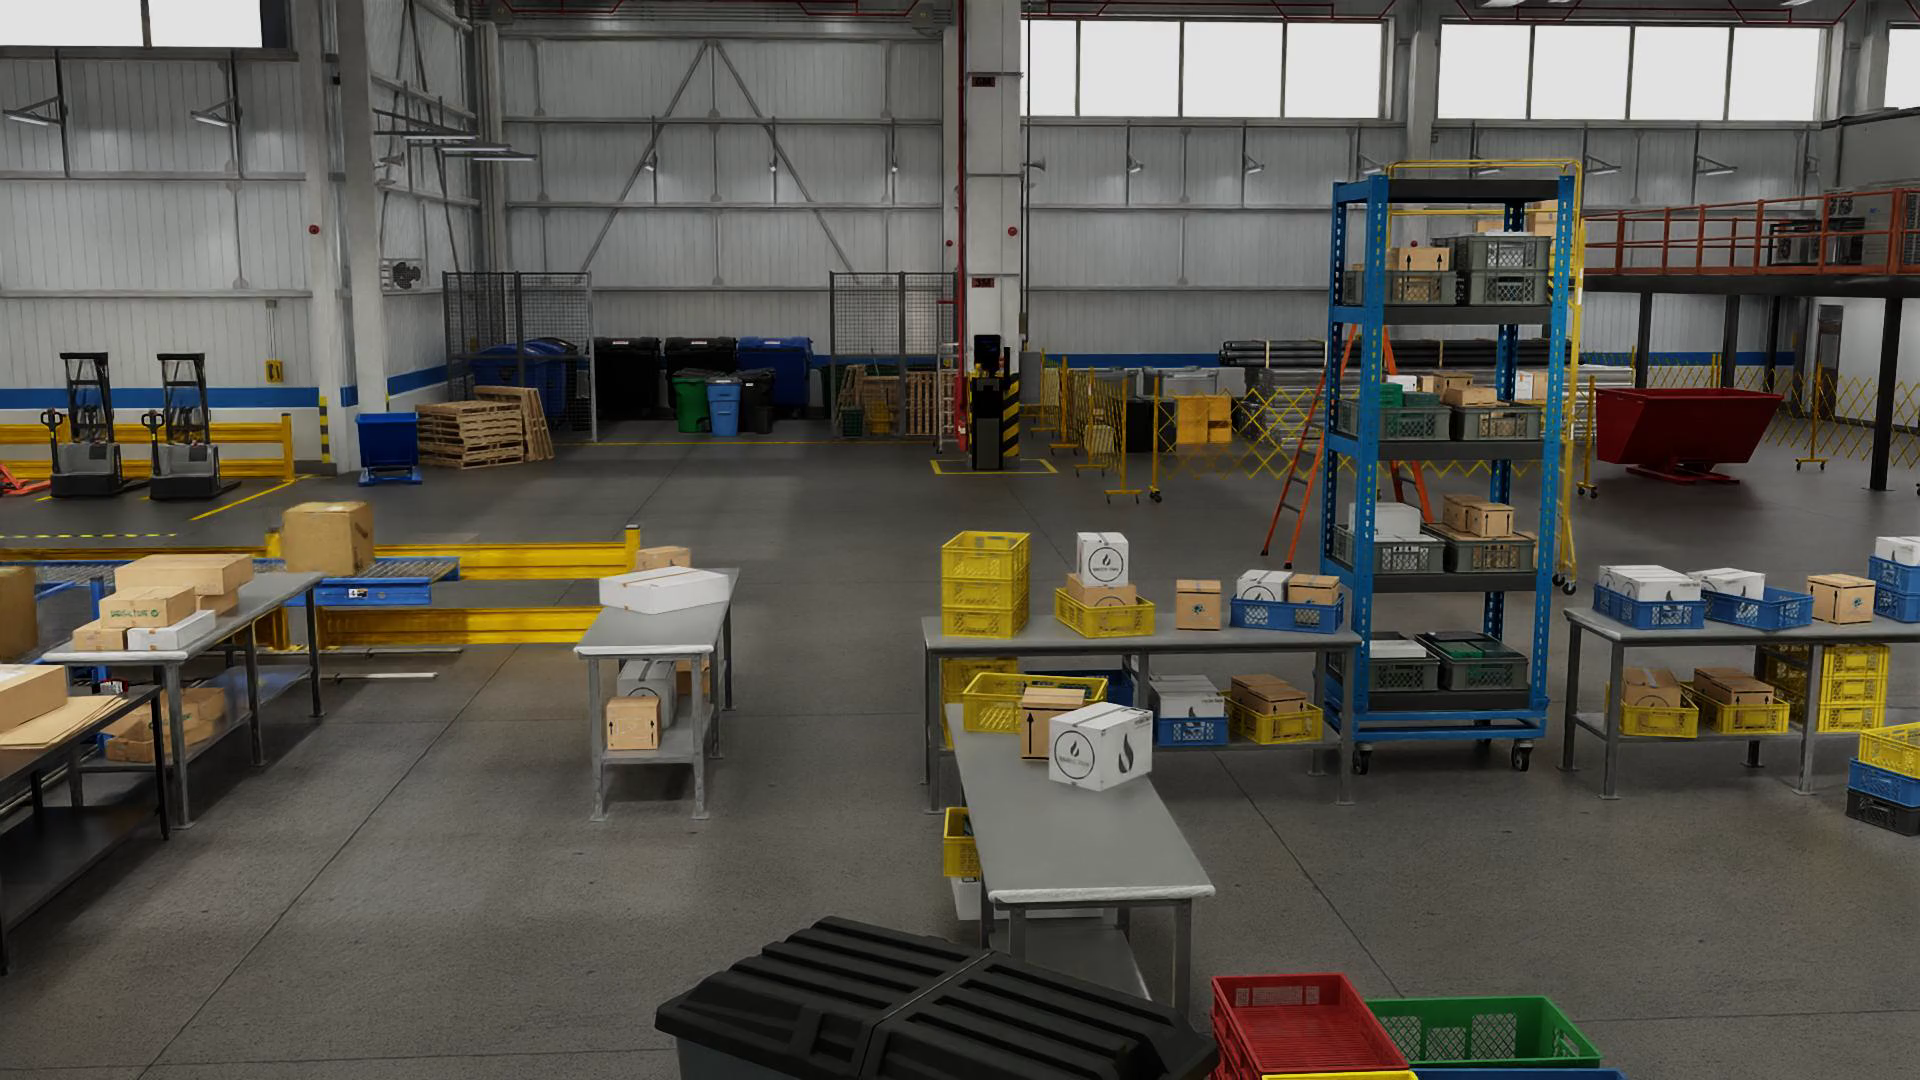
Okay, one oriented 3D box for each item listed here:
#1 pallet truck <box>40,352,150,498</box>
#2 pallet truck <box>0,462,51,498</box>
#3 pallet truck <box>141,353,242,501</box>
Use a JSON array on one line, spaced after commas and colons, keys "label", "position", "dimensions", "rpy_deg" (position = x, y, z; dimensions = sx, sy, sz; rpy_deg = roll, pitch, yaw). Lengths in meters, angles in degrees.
[{"label": "pallet truck", "position": [-11.907, -1.642, 23.165], "dimensions": [0.823, 1.965, 1.885], "rpy_deg": [0, 9, 0]}, {"label": "pallet truck", "position": [-13.193, -1.293, 23.148], "dimensions": [0.653, 1.274, 1.630], "rpy_deg": [-1, 9, -4]}, {"label": "pallet truck", "position": [-10.520, -1.604, 22.925], "dimensions": [0.823, 1.965, 1.885], "rpy_deg": [-1, 9, -6]}]
